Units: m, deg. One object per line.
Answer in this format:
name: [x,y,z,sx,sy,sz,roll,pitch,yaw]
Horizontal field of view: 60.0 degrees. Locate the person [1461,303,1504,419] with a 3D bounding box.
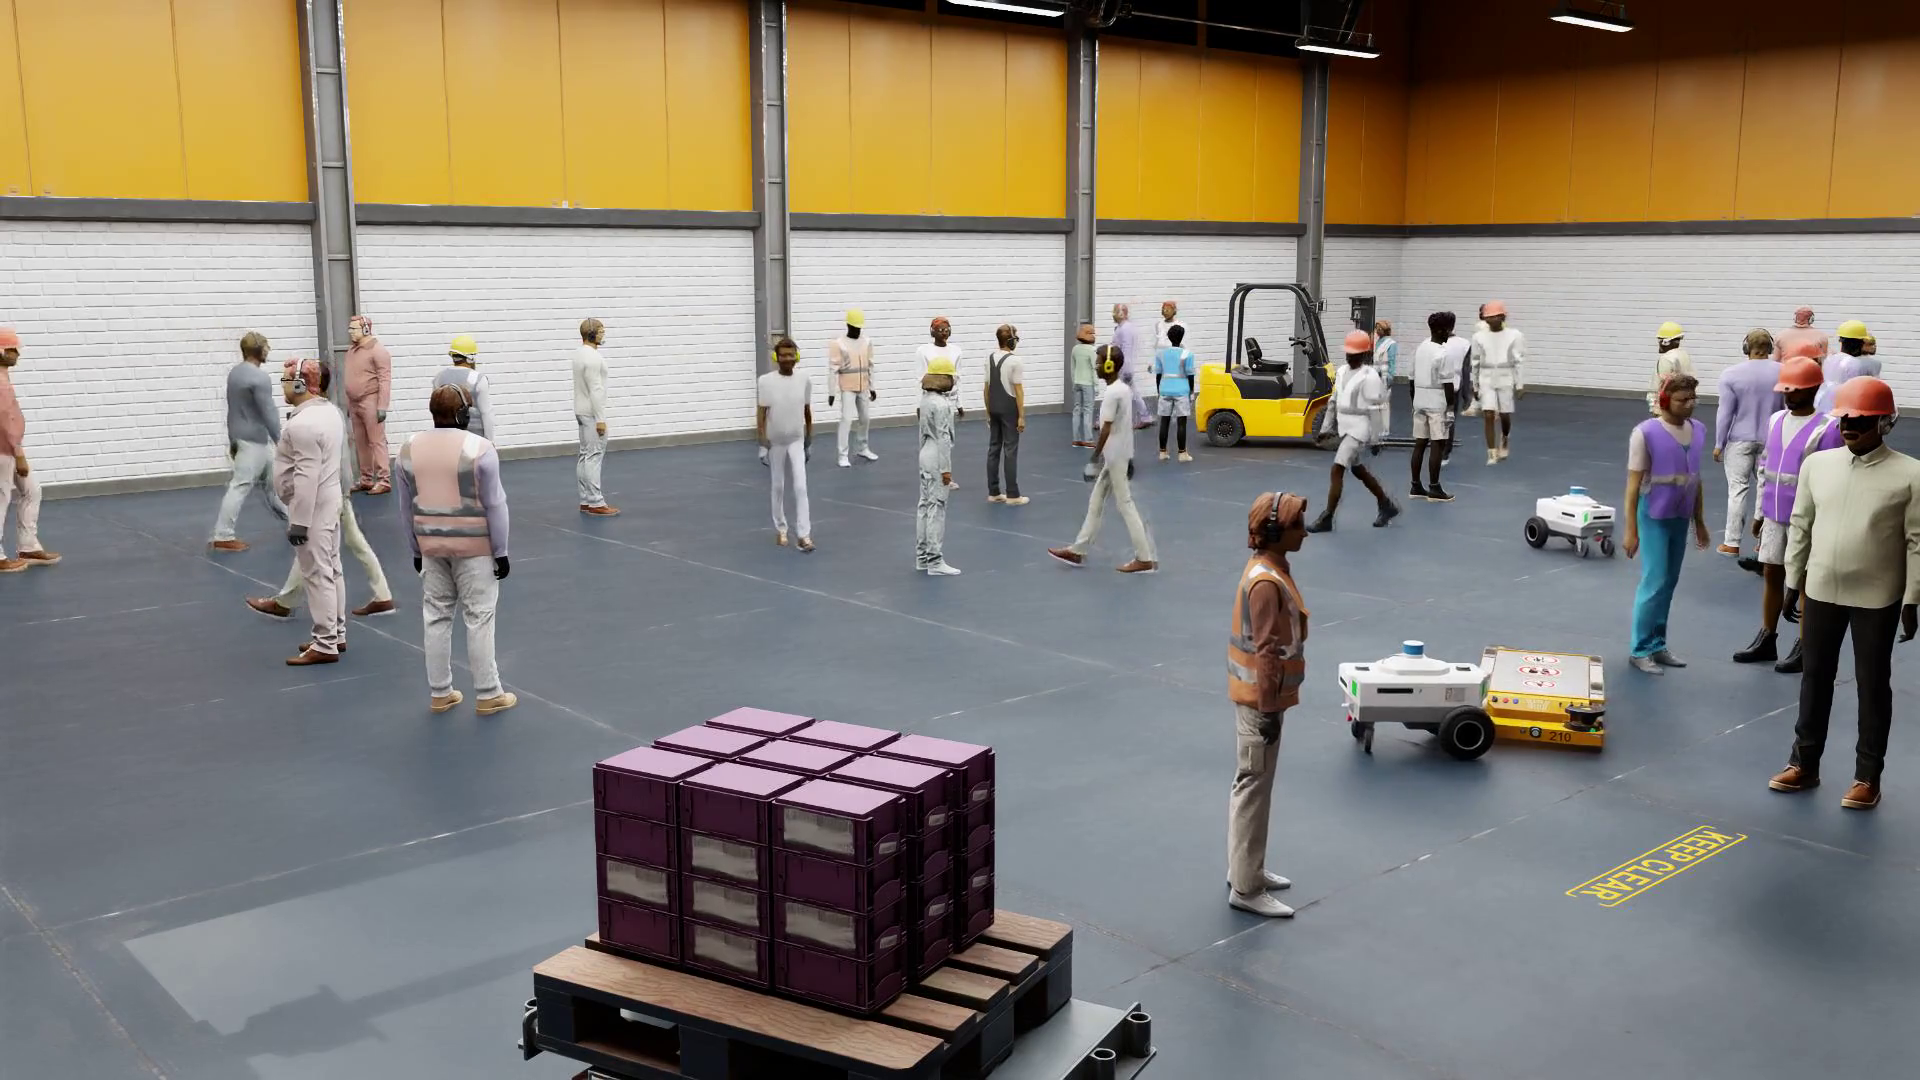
person: [8.248,-2.796,26.024,0.628,1.813,0.923,-6,12,-33]

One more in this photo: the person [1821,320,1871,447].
person: [8.482,-1.148,15.993,0.380,1.924,0.593,0,10,0]

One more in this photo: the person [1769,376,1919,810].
person: [4.107,0.239,7.673,0.396,1.992,0.623,-8,12,-38]

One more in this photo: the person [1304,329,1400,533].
person: [3.676,-1.006,15.303,0.997,1.886,0.573,-3,10,-15]

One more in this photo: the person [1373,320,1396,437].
person: [5.938,-2.279,23.463,0.323,1.639,0.521,-4,10,-22]

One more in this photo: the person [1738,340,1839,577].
person: [6.604,-0.625,13.078,1.003,1.863,0.568,-5,11,-26]

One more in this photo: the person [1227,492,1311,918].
person: [1.191,0.623,6.466,0.312,1.639,0.520,2,10,10]

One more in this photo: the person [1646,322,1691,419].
person: [7.608,-1.429,17.912,0.403,1.830,0.600,9,13,42]

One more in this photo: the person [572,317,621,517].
person: [-3.586,-1.199,16.262,0.373,1.940,0.628,-5,11,-26]

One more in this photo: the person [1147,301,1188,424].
person: [3.131,-2.671,25.104,0.582,1.867,0.478,6,12,33]

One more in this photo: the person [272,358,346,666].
person: [-4.060,-0.179,10.381,0.409,1.909,0.642,-1,10,-8]

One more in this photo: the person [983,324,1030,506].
person: [0.461,-1.272,16.957,0.351,1.846,0.506,-9,13,-44]

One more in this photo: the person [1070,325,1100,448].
person: [1.664,-2.034,22.040,0.286,1.632,0.501,-7,12,-36]

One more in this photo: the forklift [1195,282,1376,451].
forklift: [4.328,-2.346,22.227,2.313,2.155,1.214,3,10,16]

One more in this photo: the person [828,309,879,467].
person: [-1.284,-1.853,20.230,0.808,1.896,0.579,-8,13,-40]

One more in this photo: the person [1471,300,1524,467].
person: [6.533,-1.908,20.222,0.646,2.010,0.799,4,10,22]

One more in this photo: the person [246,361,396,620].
person: [-4.462,-0.335,11.585,1.001,1.806,0.568,-1,10,-8]

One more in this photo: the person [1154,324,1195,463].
person: [2.651,-1.800,20.473,0.540,1.700,0.316,6,11,32]

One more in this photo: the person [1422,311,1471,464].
person: [5.829,-1.814,20.032,0.596,1.886,0.790,2,10,13]

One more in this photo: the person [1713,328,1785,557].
person: [6.664,-0.808,13.985,0.627,1.934,0.372,1,10,7]

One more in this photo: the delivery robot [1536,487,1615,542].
delivery robot: [5.278,-0.214,14.265,0.477,0.478,0.707,-3,10,-17]

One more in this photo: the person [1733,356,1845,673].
person: [5.077,-0.155,10.166,0.369,1.933,0.543,-4,11,-24]

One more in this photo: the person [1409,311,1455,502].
person: [4.911,-1.382,17.249,0.361,1.963,0.613,-5,11,-25]

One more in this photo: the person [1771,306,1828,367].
person: [10.576,-1.988,20.972,0.653,1.906,0.405,6,12,33]

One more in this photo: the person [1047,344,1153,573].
person: [1.138,-0.645,13.346,0.936,1.826,0.539,2,10,11]

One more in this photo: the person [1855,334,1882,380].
person: [10.722,-1.659,19.901,0.605,1.616,0.503,-5,11,-25]

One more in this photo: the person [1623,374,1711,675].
person: [4.298,-0.094,10.135,0.561,1.823,0.484,-5,11,-28]

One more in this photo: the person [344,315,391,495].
person: [-6.347,-1.437,17.743,0.652,1.906,0.409,7,12,35]

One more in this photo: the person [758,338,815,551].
person: [-1.480,-0.808,14.282,0.504,1.827,0.931,-3,10,-15]

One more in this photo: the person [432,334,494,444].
person: [-4.449,-0.937,15.034,0.591,1.833,0.403,3,10,19]

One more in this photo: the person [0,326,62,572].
person: [-7.565,-0.722,13.348,0.726,1.968,0.664,-6,11,-32]

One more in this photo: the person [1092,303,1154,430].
person: [2.376,-2.521,24.258,1.005,1.861,0.662,1,10,5]

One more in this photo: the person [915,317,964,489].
person: [-0.223,-1.473,18.024,0.572,1.883,0.354,-5,11,-28]

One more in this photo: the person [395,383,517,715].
person: [-2.770,0.055,9.203,0.627,1.844,0.429,2,10,13]

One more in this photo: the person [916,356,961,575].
person: [-0.171,-0.597,13.309,0.322,1.740,0.490,-3,10,-19]

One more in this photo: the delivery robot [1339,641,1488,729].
delivery robot: [2.319,0.762,8.550,0.707,0.478,0.477,0,10,1]

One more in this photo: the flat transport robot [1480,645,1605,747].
flat transport robot: [3.211,0.837,9.211,0.652,0.197,1.431,4,10,20]

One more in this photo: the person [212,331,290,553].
person: [-6.039,-0.850,14.376,1.039,1.881,0.650,-8,13,-40]
